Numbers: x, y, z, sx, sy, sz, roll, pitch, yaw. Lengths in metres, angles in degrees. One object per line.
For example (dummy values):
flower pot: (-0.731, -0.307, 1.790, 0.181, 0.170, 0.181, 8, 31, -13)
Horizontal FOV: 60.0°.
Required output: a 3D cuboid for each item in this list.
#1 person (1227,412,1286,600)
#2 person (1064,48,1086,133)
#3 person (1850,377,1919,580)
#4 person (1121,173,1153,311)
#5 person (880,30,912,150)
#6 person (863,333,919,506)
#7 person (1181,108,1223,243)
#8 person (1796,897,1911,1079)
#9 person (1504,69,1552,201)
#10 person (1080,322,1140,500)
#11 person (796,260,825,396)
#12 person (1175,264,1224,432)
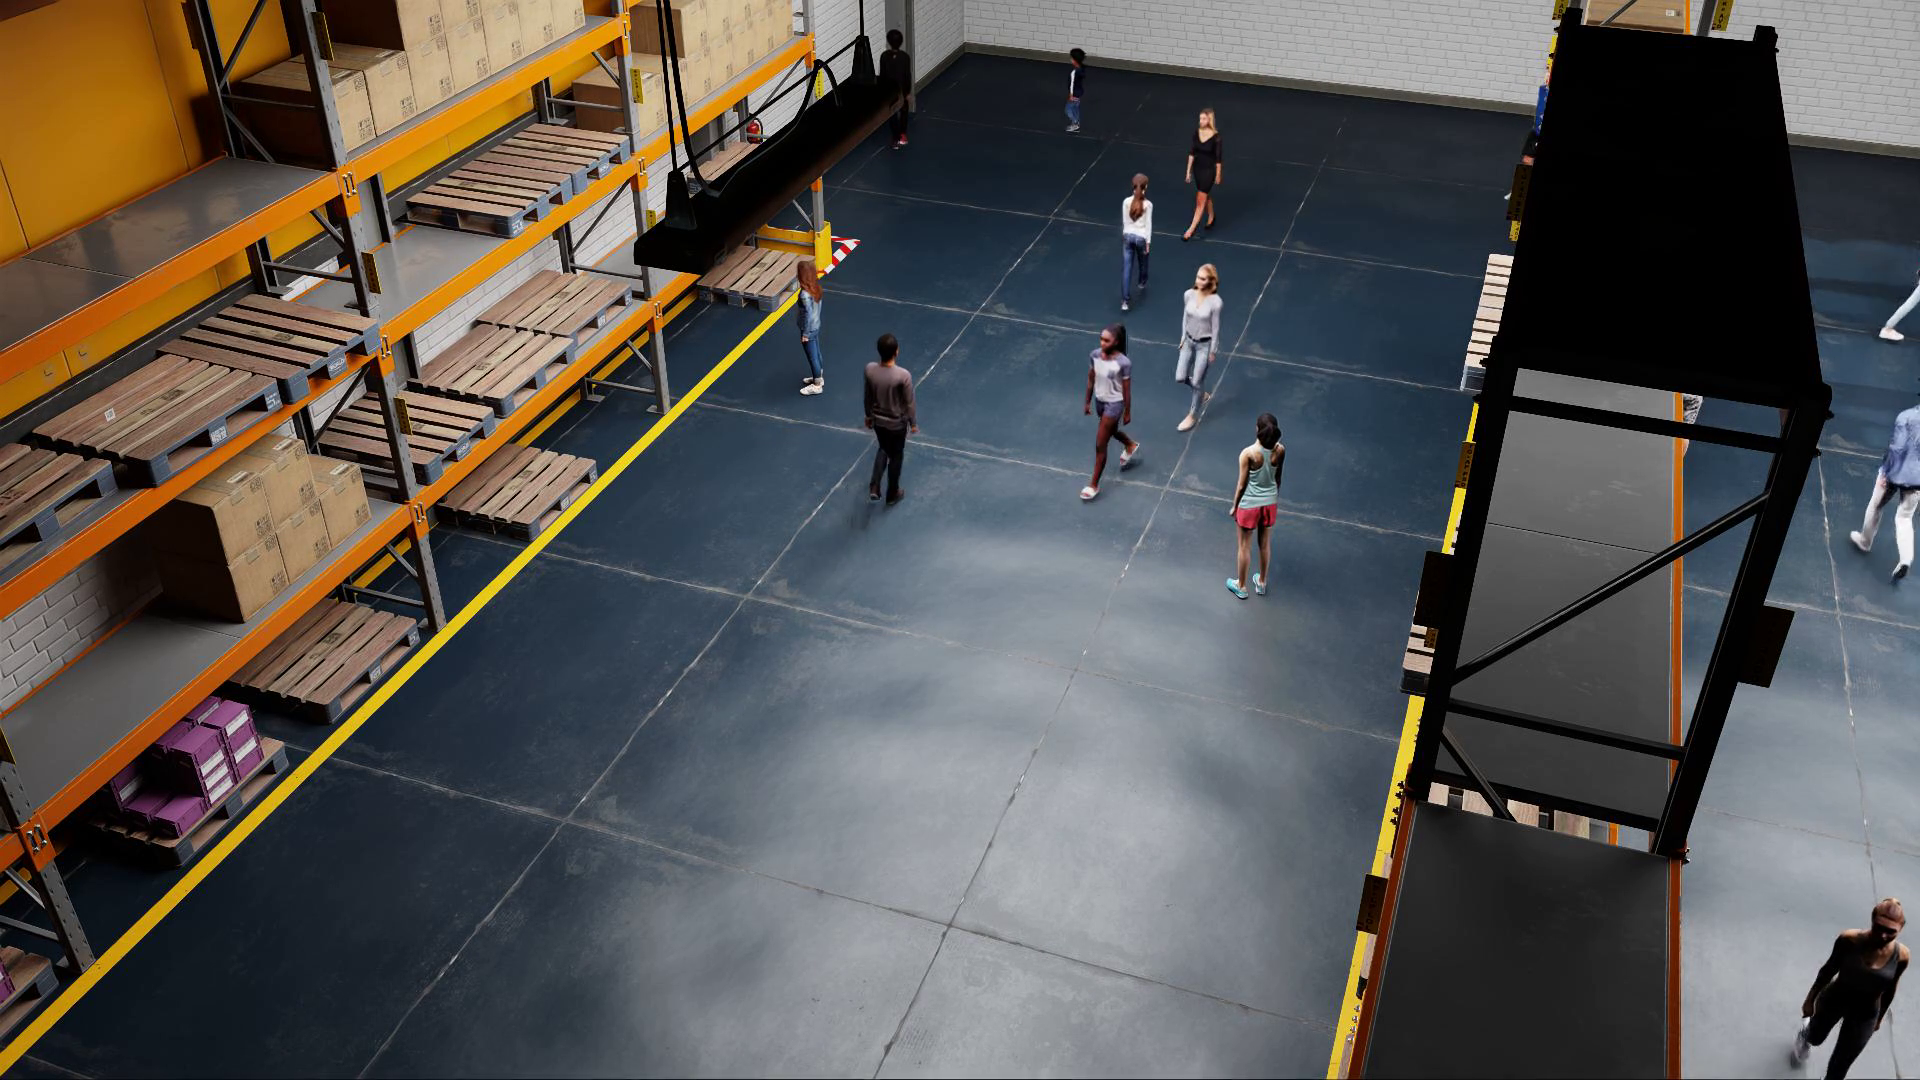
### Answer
person: (2.520, -0.300, 14.138, 0.702, 1.764, 0.740, -9, 35, -14)
person: (1.696, -6.435, 23.865, 0.604, 1.213, 0.447, 15, 36, 21)
person: (8.235, -0.540, 14.414, 0.785, 1.860, 1.121, 4, 34, 6)
person: (1.983, -3.362, 18.978, 0.597, 1.506, 1.132, 8, 34, 11)
person: (-0.903, -6.258, 23.195, 0.679, 1.661, 0.680, 1, 34, 2)
person: (-0.687, -1.049, 15.272, 0.752, 1.757, 0.689, 11, 35, 17)
person: (3.080, -4.553, 20.667, 0.845, 1.620, 1.148, 27, 42, 34)
person: (5.178, 2.688, 9.723, 0.631, 1.676, 1.103, 15, 36, 21)
person: (7.680, -5.272, 21.557, 1.238, 1.833, 1.247, -10, 35, -14)
person: (1.466, -1.275, 15.678, 0.918, 1.683, 1.257, 28, 42, 35)
person: (-1.554, -2.221, 17.288, 0.679, 1.476, 0.515, 3, 34, 4)
person: (2.432, -1.953, 16.604, 0.748, 1.787, 0.834, 29, 43, 36)
